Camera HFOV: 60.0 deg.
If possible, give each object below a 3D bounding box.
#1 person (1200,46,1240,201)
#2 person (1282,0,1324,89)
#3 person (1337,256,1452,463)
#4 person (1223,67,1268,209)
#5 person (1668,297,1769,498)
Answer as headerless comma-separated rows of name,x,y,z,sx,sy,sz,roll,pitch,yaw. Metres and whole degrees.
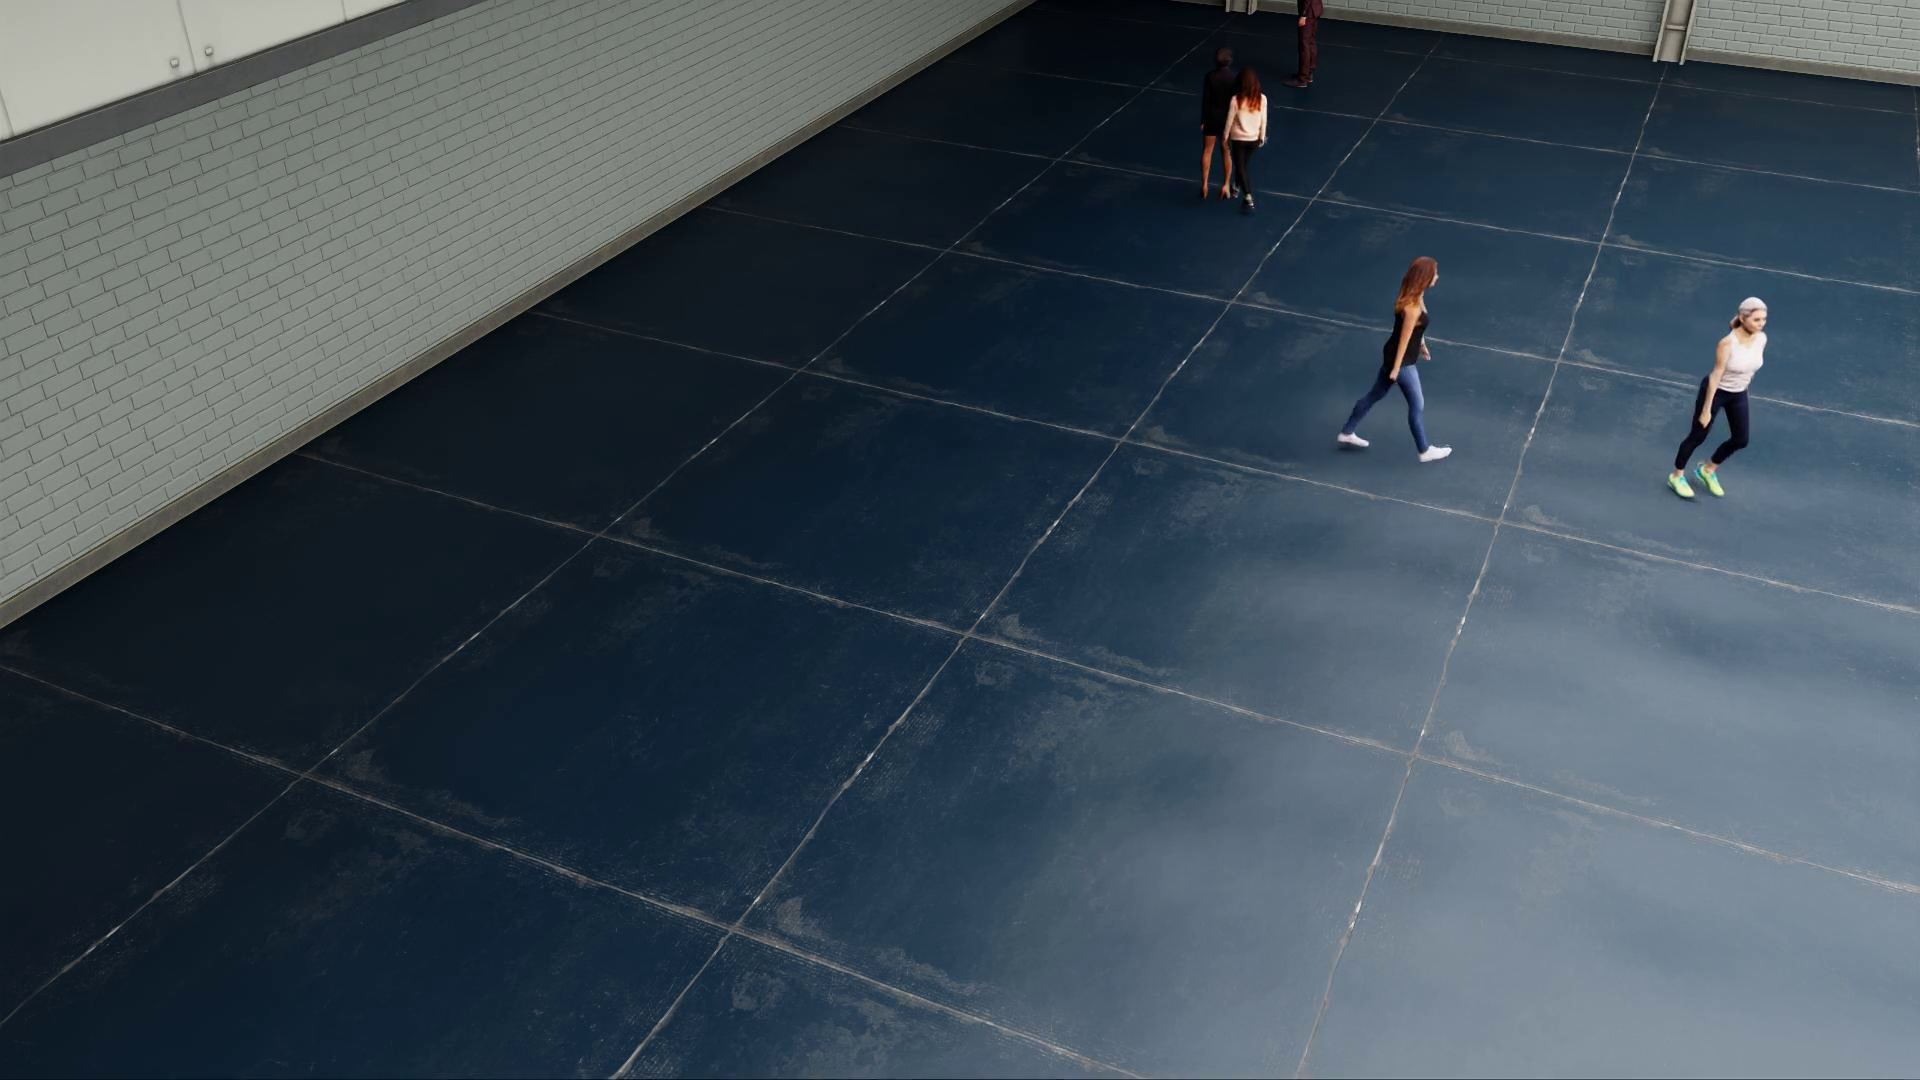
person,2.764,-4.429,17.698,0.570,1.640,0.665,10,33,15
person,4.450,-6.727,21.130,0.611,1.866,0.693,17,36,25
person,3.318,-1.388,12.842,1.158,1.679,0.821,4,32,6
person,3.009,-4.205,17.515,0.954,1.458,0.991,-9,33,-15
person,5.607,-1.053,12.313,0.806,1.676,0.867,-13,34,-19
